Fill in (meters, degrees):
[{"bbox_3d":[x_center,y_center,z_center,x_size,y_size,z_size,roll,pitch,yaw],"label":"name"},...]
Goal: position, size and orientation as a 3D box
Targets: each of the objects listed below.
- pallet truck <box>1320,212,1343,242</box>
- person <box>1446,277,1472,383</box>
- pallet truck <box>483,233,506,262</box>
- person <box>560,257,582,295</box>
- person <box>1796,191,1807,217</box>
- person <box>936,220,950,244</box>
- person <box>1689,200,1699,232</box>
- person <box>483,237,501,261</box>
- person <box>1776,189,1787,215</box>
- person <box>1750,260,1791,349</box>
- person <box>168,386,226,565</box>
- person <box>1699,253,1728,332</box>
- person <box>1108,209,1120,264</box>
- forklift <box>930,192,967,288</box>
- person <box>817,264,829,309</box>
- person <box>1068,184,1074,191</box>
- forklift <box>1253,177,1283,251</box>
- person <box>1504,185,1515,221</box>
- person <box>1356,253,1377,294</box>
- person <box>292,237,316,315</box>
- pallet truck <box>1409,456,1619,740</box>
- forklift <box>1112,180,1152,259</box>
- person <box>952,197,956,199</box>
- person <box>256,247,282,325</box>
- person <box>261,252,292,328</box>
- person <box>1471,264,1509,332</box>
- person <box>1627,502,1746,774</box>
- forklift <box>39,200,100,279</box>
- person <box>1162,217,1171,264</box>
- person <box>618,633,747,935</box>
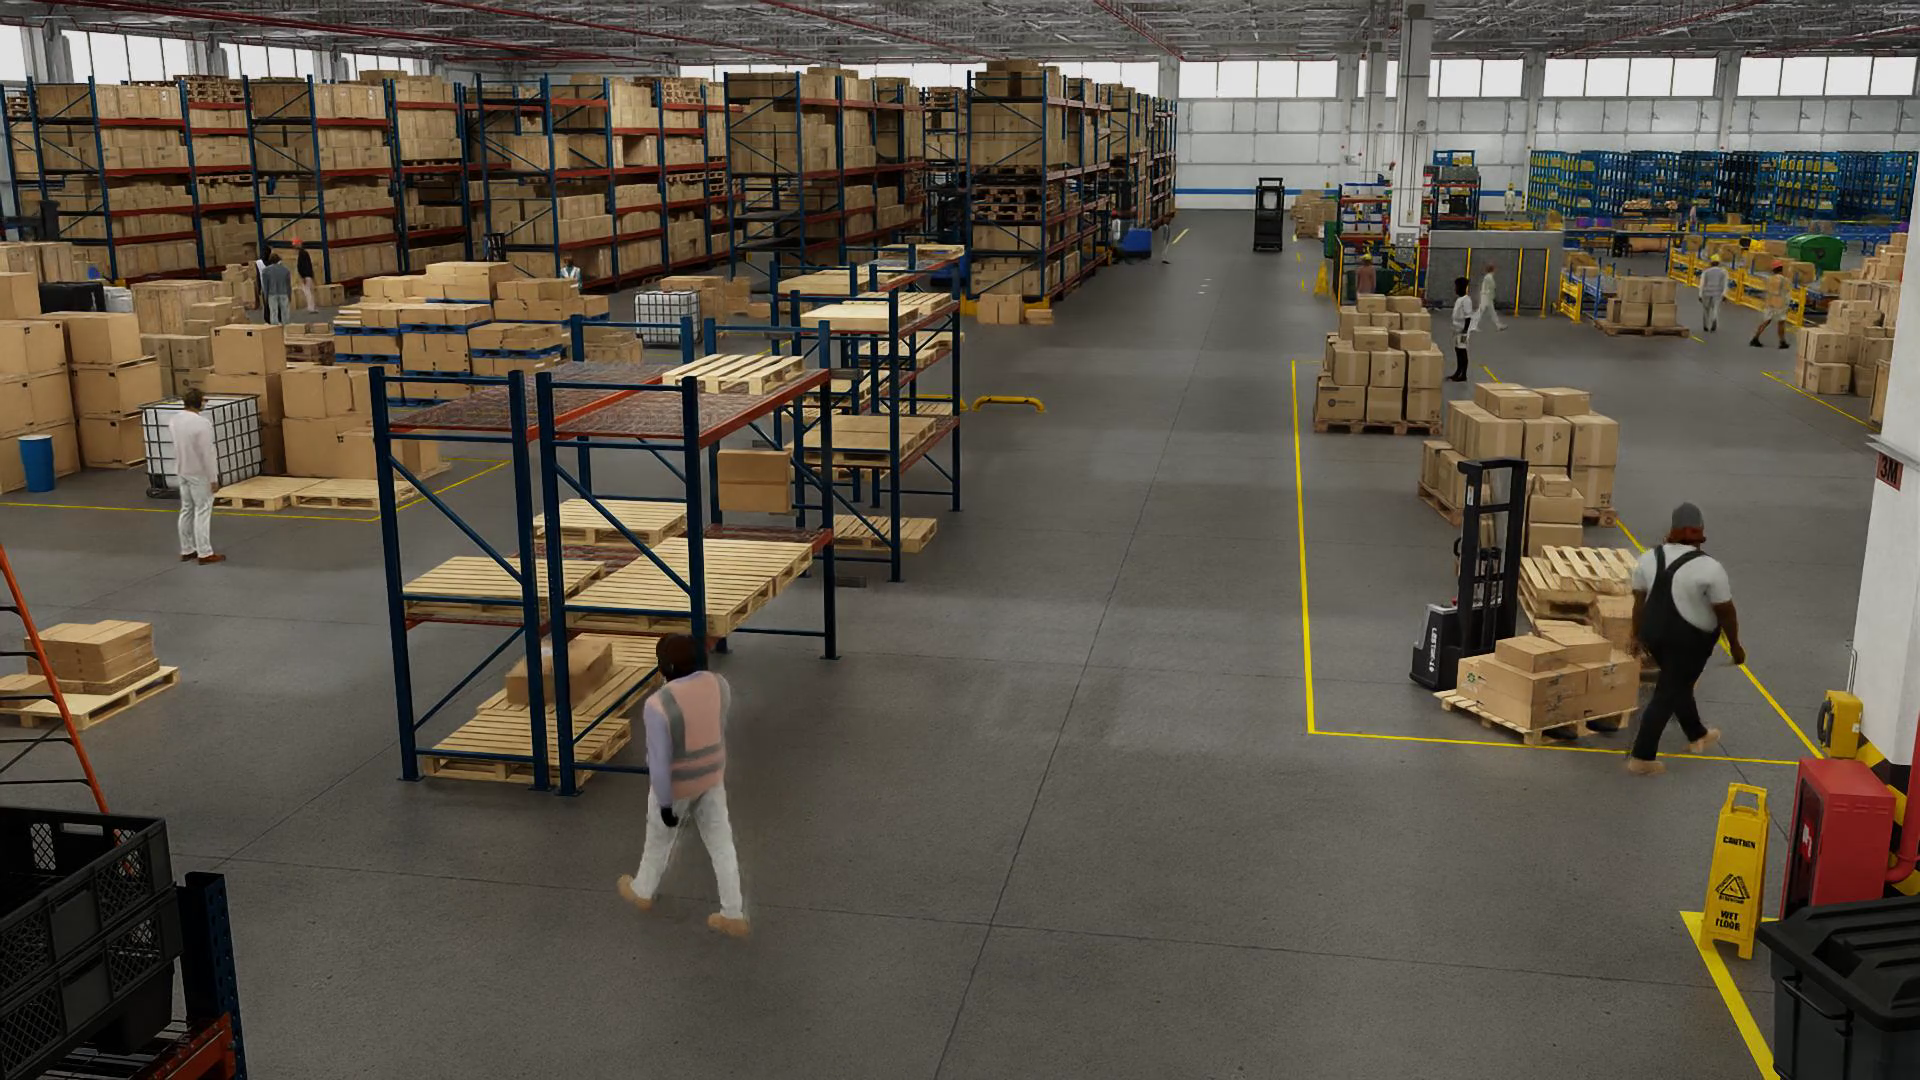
[{"bbox_3d":[15.874,-13.227,70.310,0.680,1.201,1.601,10,17,35],"label":"pallet truck"},{"bbox_3d":[9.323,-3.907,30.950,0.366,1.962,0.610,1,14,2],"label":"person"},{"bbox_3d":[-11.832,-7.026,43.548,1.885,1.965,0.823,8,16,28],"label":"pallet truck"},{"bbox_3d":[-9.412,-6.040,40.297,0.528,1.631,0.312,0,14,2],"label":"person"},{"bbox_3d":[40.436,-15.907,79.972,0.483,1.822,0.557,4,14,16],"label":"person"},{"bbox_3d":[-0.572,-10.169,56.982,0.527,1.668,0.767,1,14,4],"label":"person"},{"bbox_3d":[30.979,-13.474,70.244,0.397,1.752,0.528,3,14,14],"label":"person"},{"bbox_3d":[-14.158,-8.628,50.402,0.619,1.836,0.431,-12,18,-41],"label":"person"},{"bbox_3d":[40.945,-16.660,82.758,0.685,1.951,0.587,-10,17,-34],"label":"person"},{"bbox_3d":[17.542,-5.059,35.782,0.585,1.903,0.633,-9,17,-33],"label":"person"},{"bbox_3d":[-8.271,-0.699,18.022,0.628,1.924,0.401,8,16,31],"label":"person"},{"bbox_3d":[17.509,-5.746,38.707,0.611,1.822,0.488,5,15,20],"label":"person"},{"bbox_3d":[5.402,-10.609,58.255,0.416,1.914,0.573,6,15,24],"label":"person"},{"bbox_3d":[-0.220,-9.032,49.875,1.129,2.768,1.873,3,14,10],"label":"forklift"},{"bbox_3d":[-3.065,-5.326,37.267,0.318,1.697,0.535,0,14,0],"label":"person"},{"bbox_3d":[5.643,-17.432,85.853,0.624,1.972,0.788,2,14,7],"label":"person"},{"bbox_3d":[12.083,-12.747,64.956,1.129,2.768,1.873,3,14,10],"label":"forklift"},{"bbox_3d":[28.683,-17.572,86.722,0.588,1.823,0.403,13,19,42],"label":"person"},{"bbox_3d":[9.733,-5.993,39.841,0.554,1.749,0.409,10,17,36],"label":"person"},{"bbox_3d":[-16.718,-6.722,42.370,0.421,1.980,0.623,-5,15,-19],"label":"person"},{"bbox_3d":[4.504,0.400,13.395,0.823,1.965,1.885,-6,15,-23],"label":"pallet truck"},{"bbox_3d":[6.082,-11.722,60.796,1.873,2.768,1.129,2,14,9],"label":"forklift"},{"bbox_3d":[-0.428,-19.242,93.305,0.879,1.910,0.634,1,14,5],"label":"person"},{"bbox_3d":[-16.453,-6.034,39.678,0.588,1.920,0.391,-3,14,-13],"label":"person"},{"bbox_3d":[-15.410,-5.517,37.565,0.630,1.931,0.366,-10,17,-35],"label":"person"},{"bbox_3d":[12.328,-5.613,38.642,0.901,1.589,0.520,5,15,18],"label":"person"},{"bbox_3d":[5.304,0.674,12.197,1.073,2.000,0.693,-6,15,-21],"label":"person"},{"bbox_3d":[-23.625,-7.445,43.432,1.873,2.768,1.129,-9,17,-33],"label":"forklift"},{"bbox_3d":[7.295,-10.581,58.730,0.279,1.632,0.502,0,14,2],"label":"person"},{"bbox_3d":[-1.628,1.402,9.766,0.972,1.793,0.629,13,19,43],"label":"person"}]
